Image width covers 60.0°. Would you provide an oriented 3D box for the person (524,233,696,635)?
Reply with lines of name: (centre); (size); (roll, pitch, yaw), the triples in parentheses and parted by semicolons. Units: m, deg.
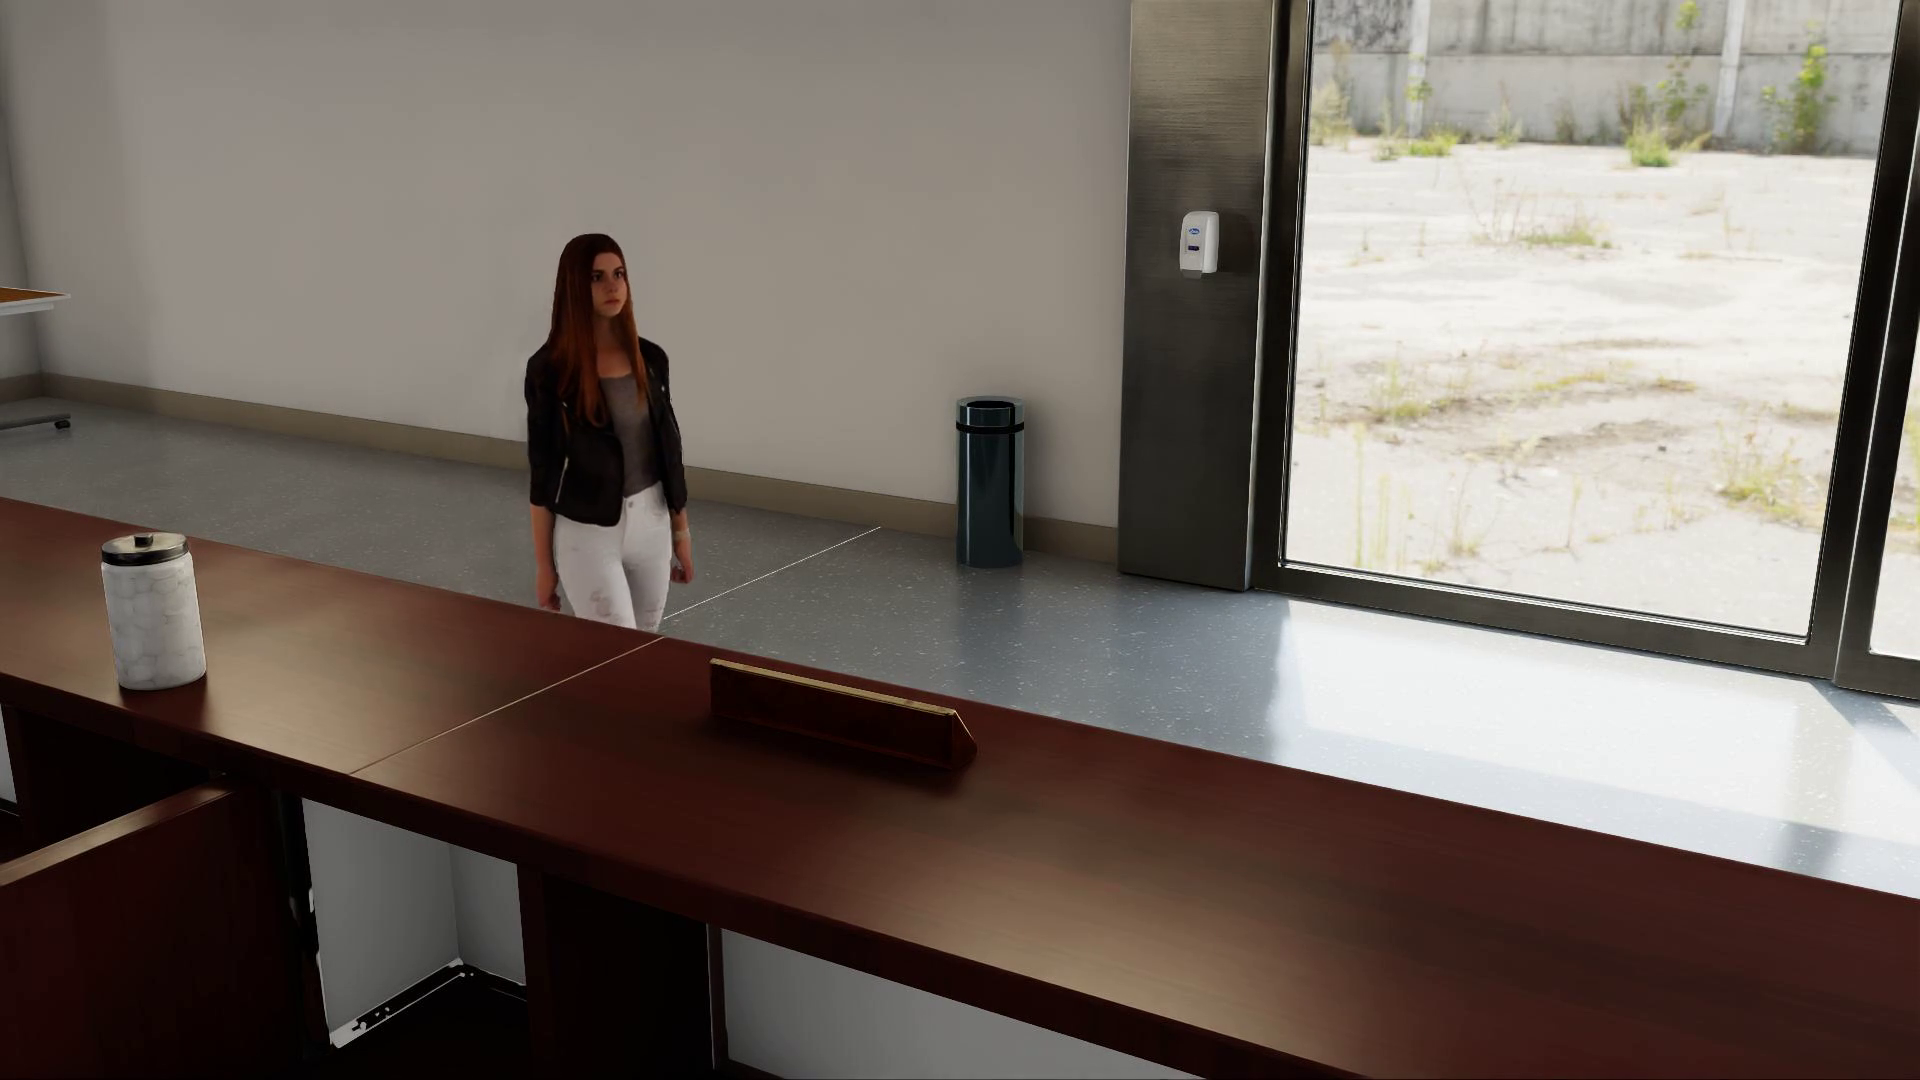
person: (-0.993, 0.014, 4.613); (1.103, 1.674, 0.918); (-13, 20, -38)
